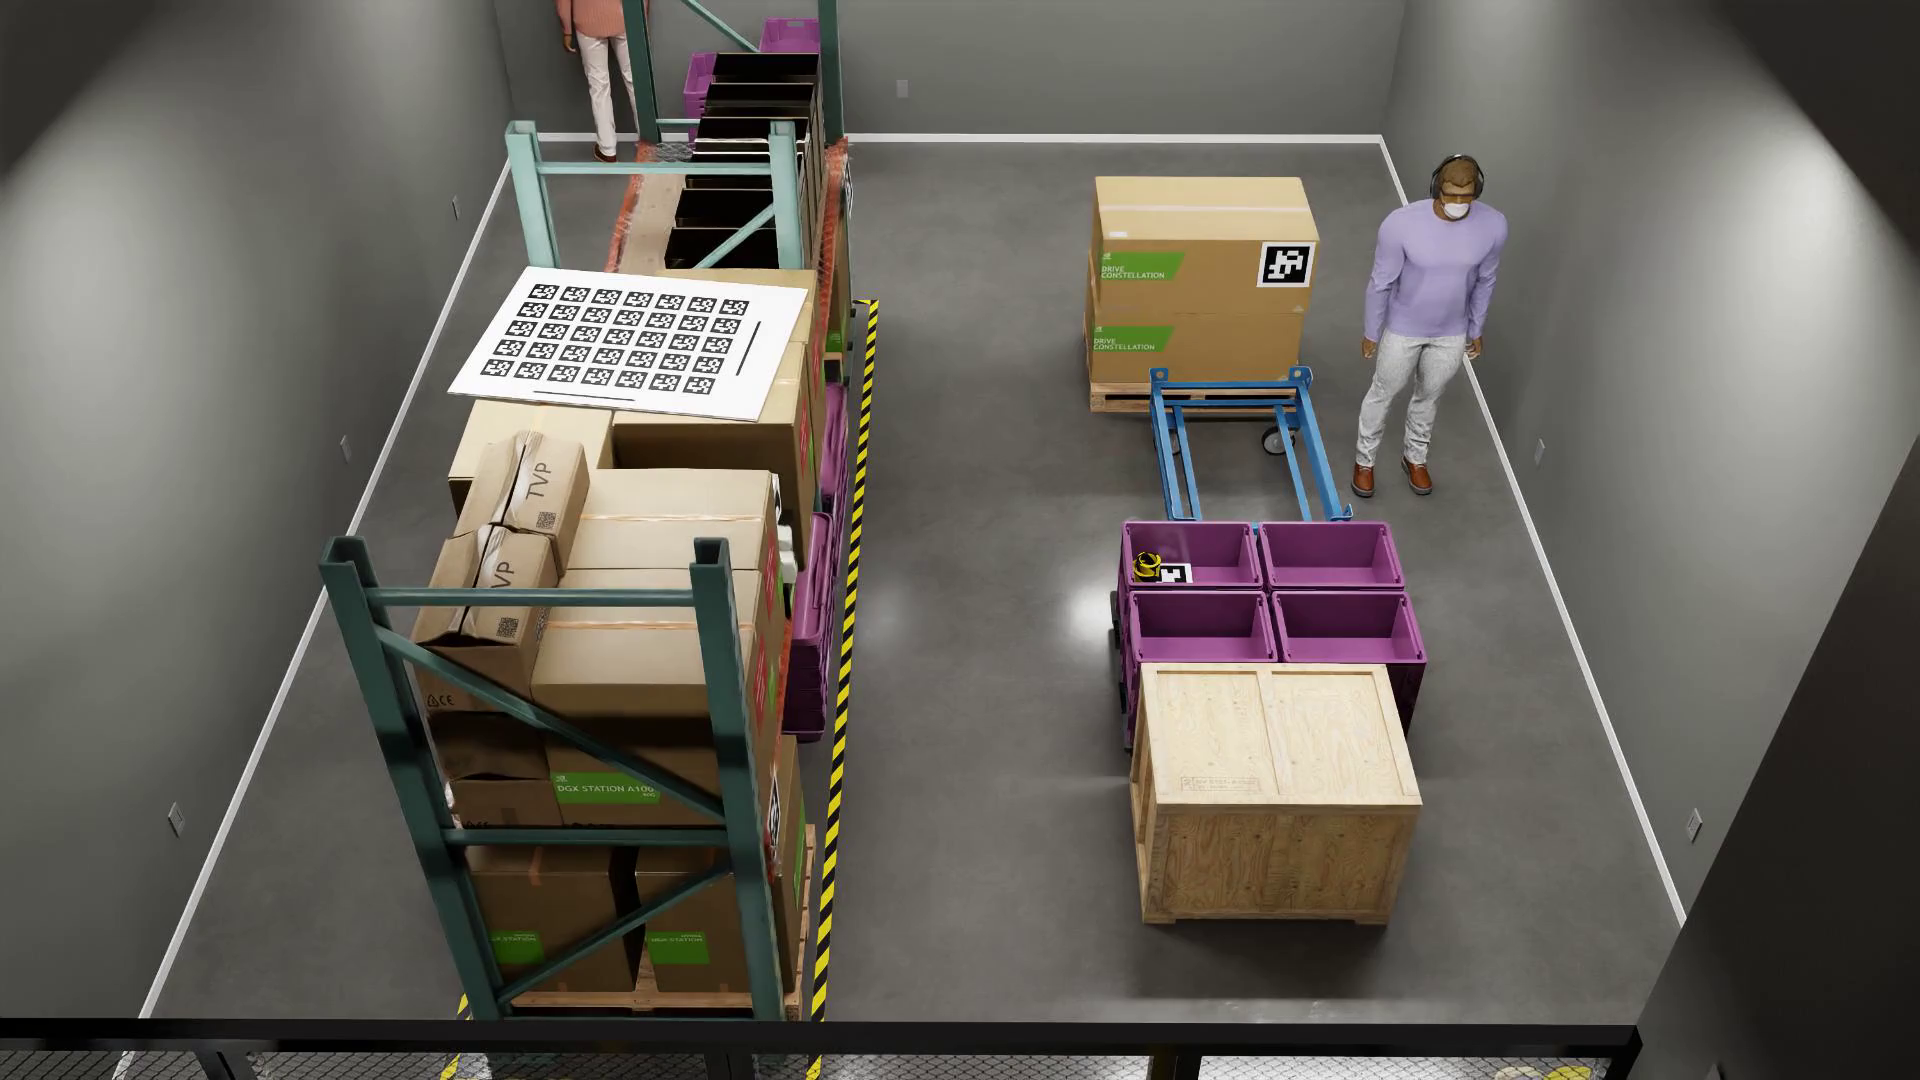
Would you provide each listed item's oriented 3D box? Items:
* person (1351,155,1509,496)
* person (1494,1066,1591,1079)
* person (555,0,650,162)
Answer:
[{"bbox_3d":[2.322,-1.056,8.317,0.638,1.938,0.356,-2,41,-2],"label":"person"},{"bbox_3d":[1.608,2.072,4.830,0.404,1.831,0.600,5,41,5],"label":"person"},{"bbox_3d":[-2.352,-3.432,10.985,0.613,1.994,0.395,-15,43,-16],"label":"person"}]
